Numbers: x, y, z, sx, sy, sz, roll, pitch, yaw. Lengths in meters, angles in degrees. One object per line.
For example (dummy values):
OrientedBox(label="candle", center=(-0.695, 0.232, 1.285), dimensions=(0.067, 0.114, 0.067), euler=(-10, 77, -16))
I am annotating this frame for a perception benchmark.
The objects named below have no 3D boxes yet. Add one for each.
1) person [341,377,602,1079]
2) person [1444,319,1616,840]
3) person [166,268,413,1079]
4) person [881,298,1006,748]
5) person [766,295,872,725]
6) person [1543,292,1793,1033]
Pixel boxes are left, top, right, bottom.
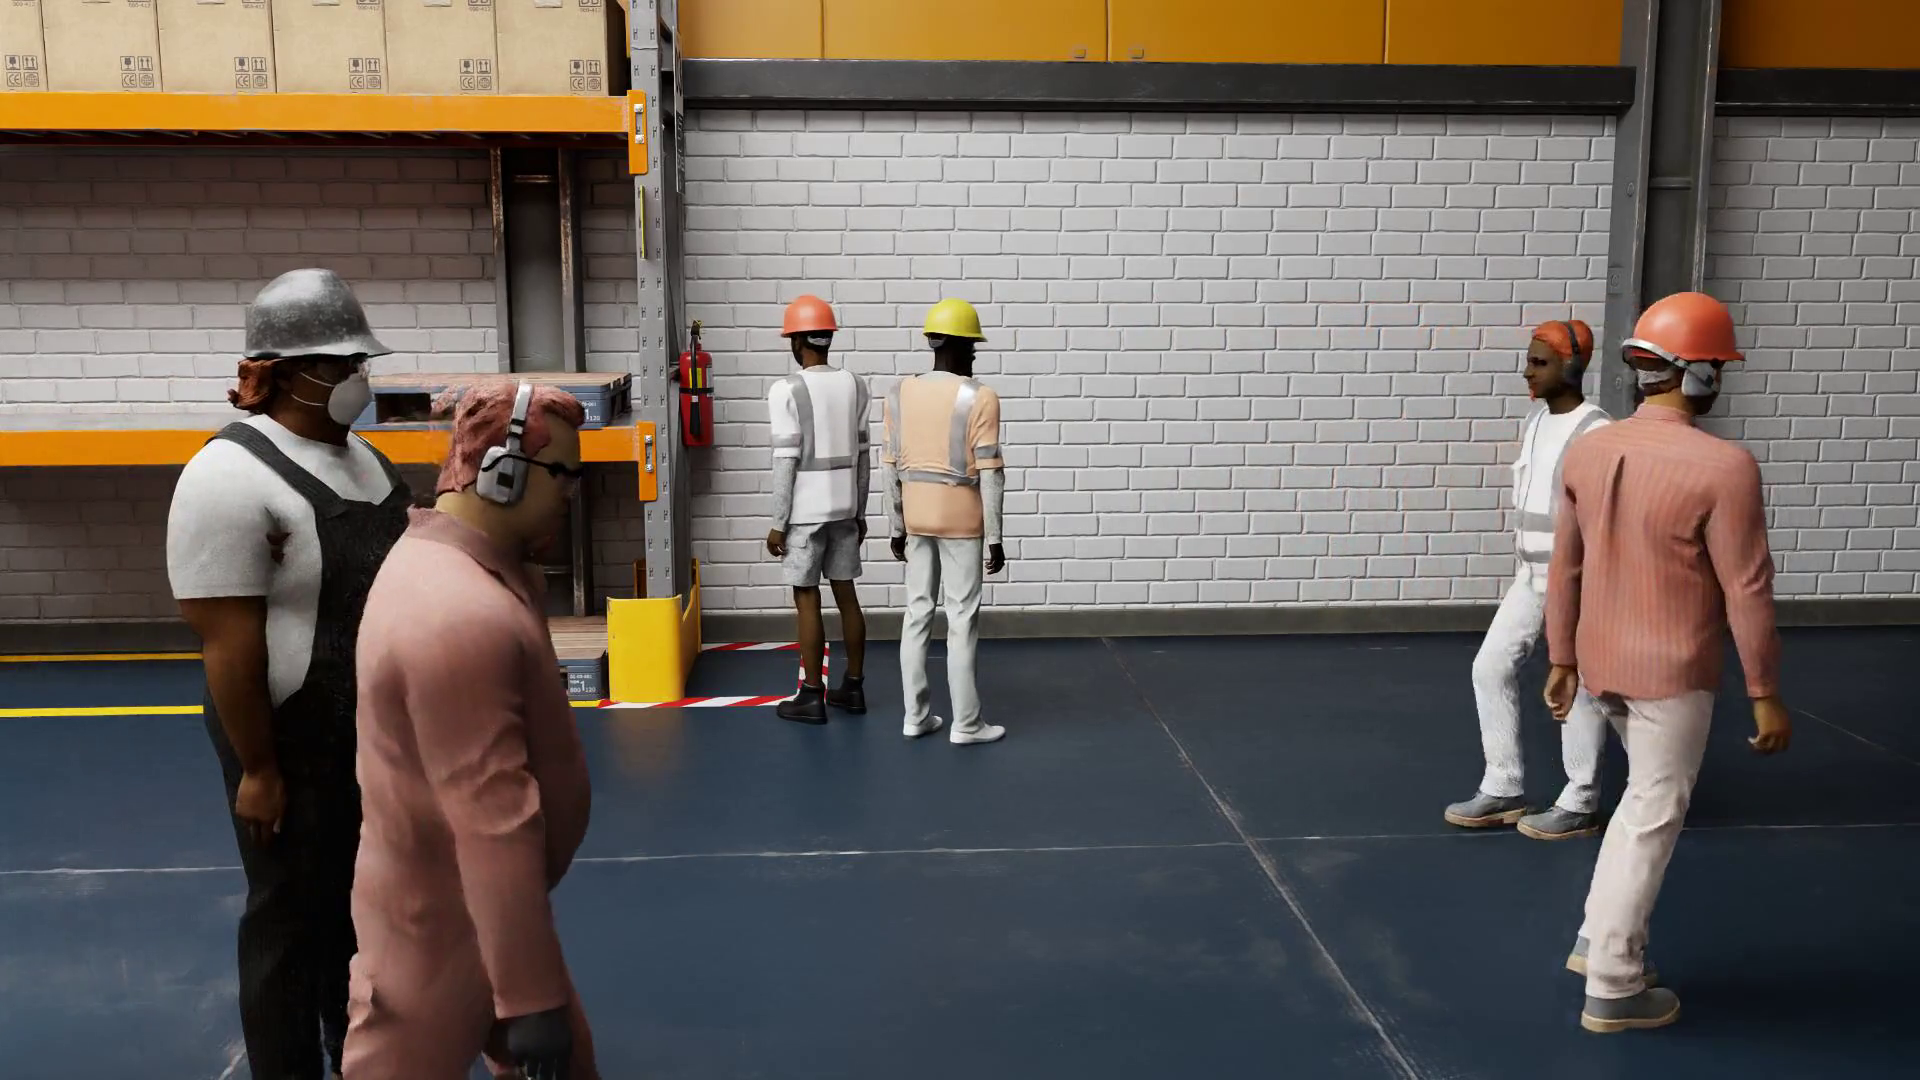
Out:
OrientedBox(label="person", center=(-0.796, 0.648, 2.901), dimensions=(0.998, 1.842, 0.738), euler=(-3, 9, -16))
OrientedBox(label="person", center=(2.017, 0.163, 5.879), dimensions=(0.678, 1.862, 0.615), euler=(-1, 9, -8))
OrientedBox(label="person", center=(-1.388, 0.413, 3.767), dimensions=(0.537, 2.000, 0.678), euler=(1, 9, 8))
OrientedBox(label="person", center=(-0.055, -0.074, 7.184), dimensions=(0.592, 1.923, 0.381), euler=(6, 11, 33))
OrientedBox(label="person", center=(-0.658, -0.137, 7.547), dimensions=(0.552, 1.932, 0.377), euler=(-8, 12, -42))
OrientedBox(label="person", center=(1.888, 0.342, 4.417), dimensions=(0.529, 1.976, 0.622), euler=(-3, 9, -16))
